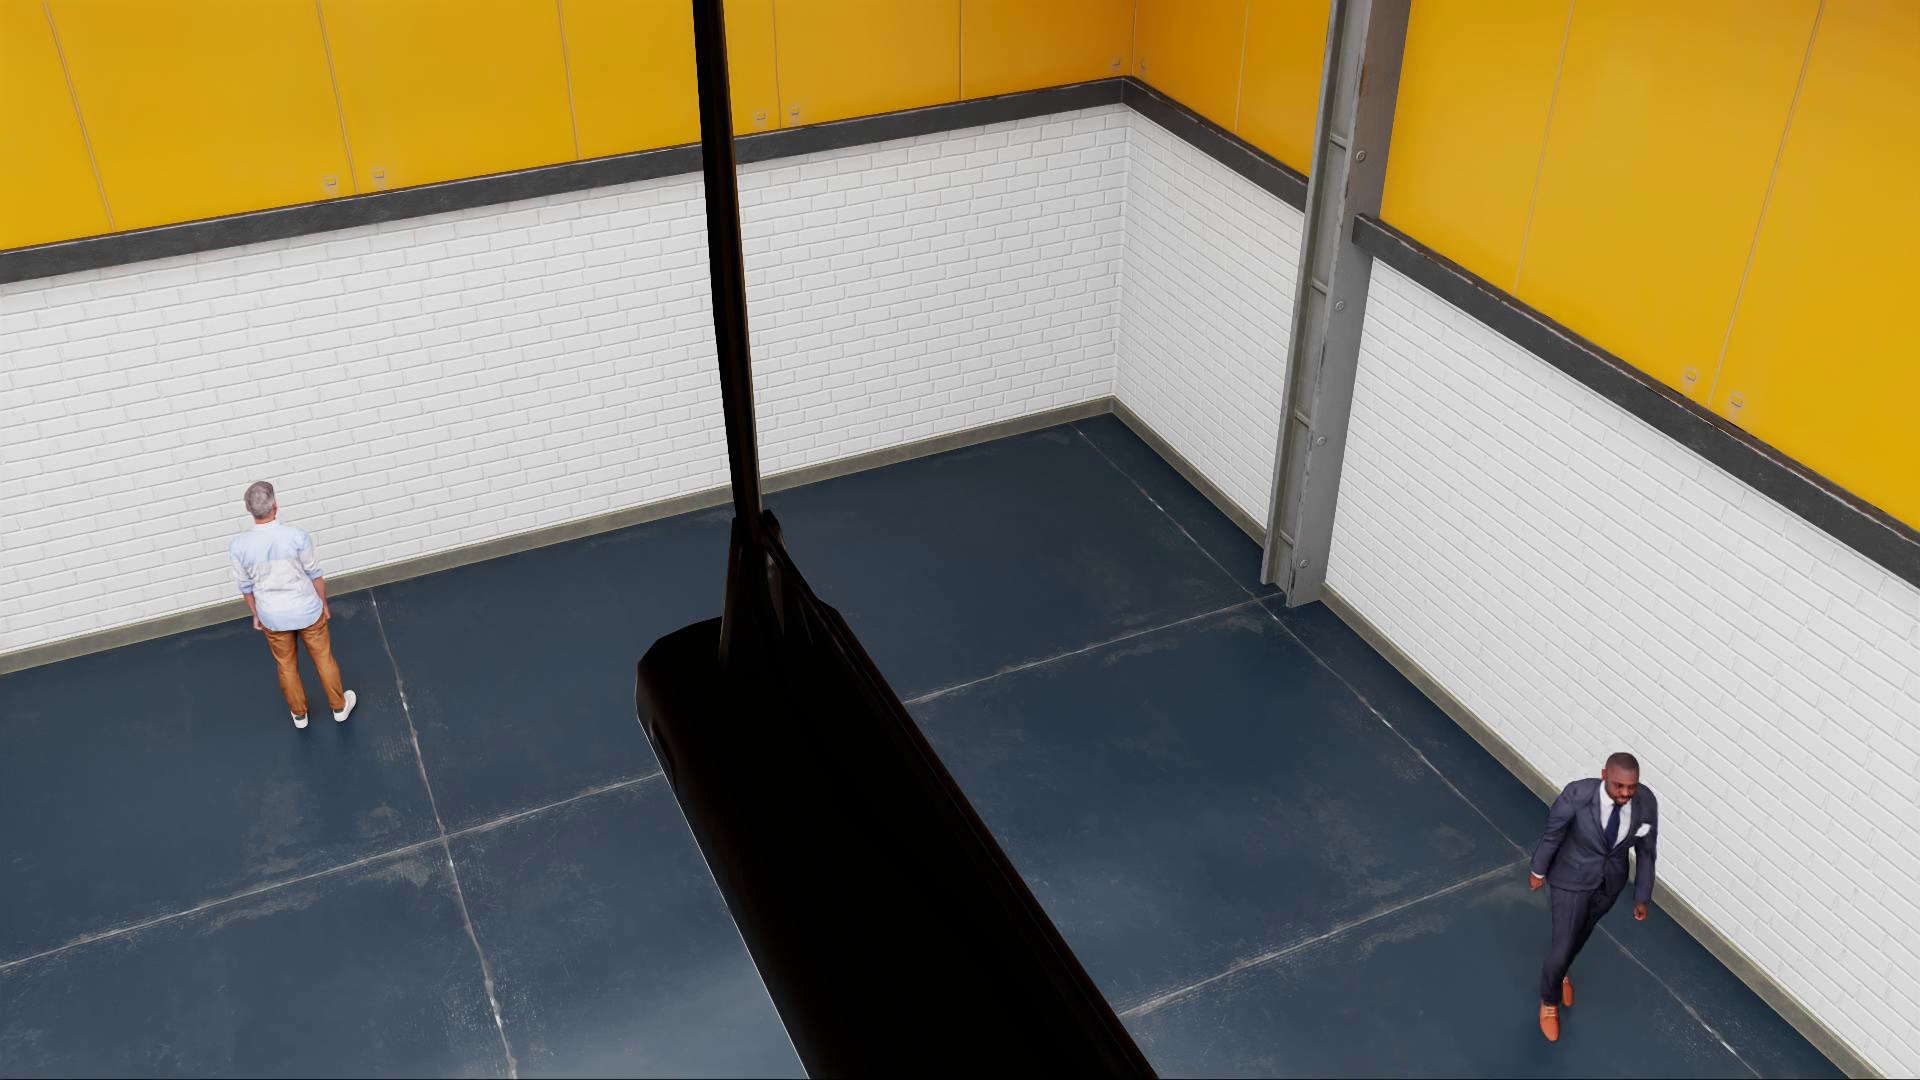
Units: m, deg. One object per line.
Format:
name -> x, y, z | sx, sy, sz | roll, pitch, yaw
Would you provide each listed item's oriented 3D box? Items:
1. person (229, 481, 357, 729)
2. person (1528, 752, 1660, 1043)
person -> -4.359, 0.438, 10.826 | 0.728, 1.822, 0.646 | -7, 34, -11
person -> 3.312, 1.751, 8.867 | 0.880, 1.804, 0.936 | -1, 34, -1
